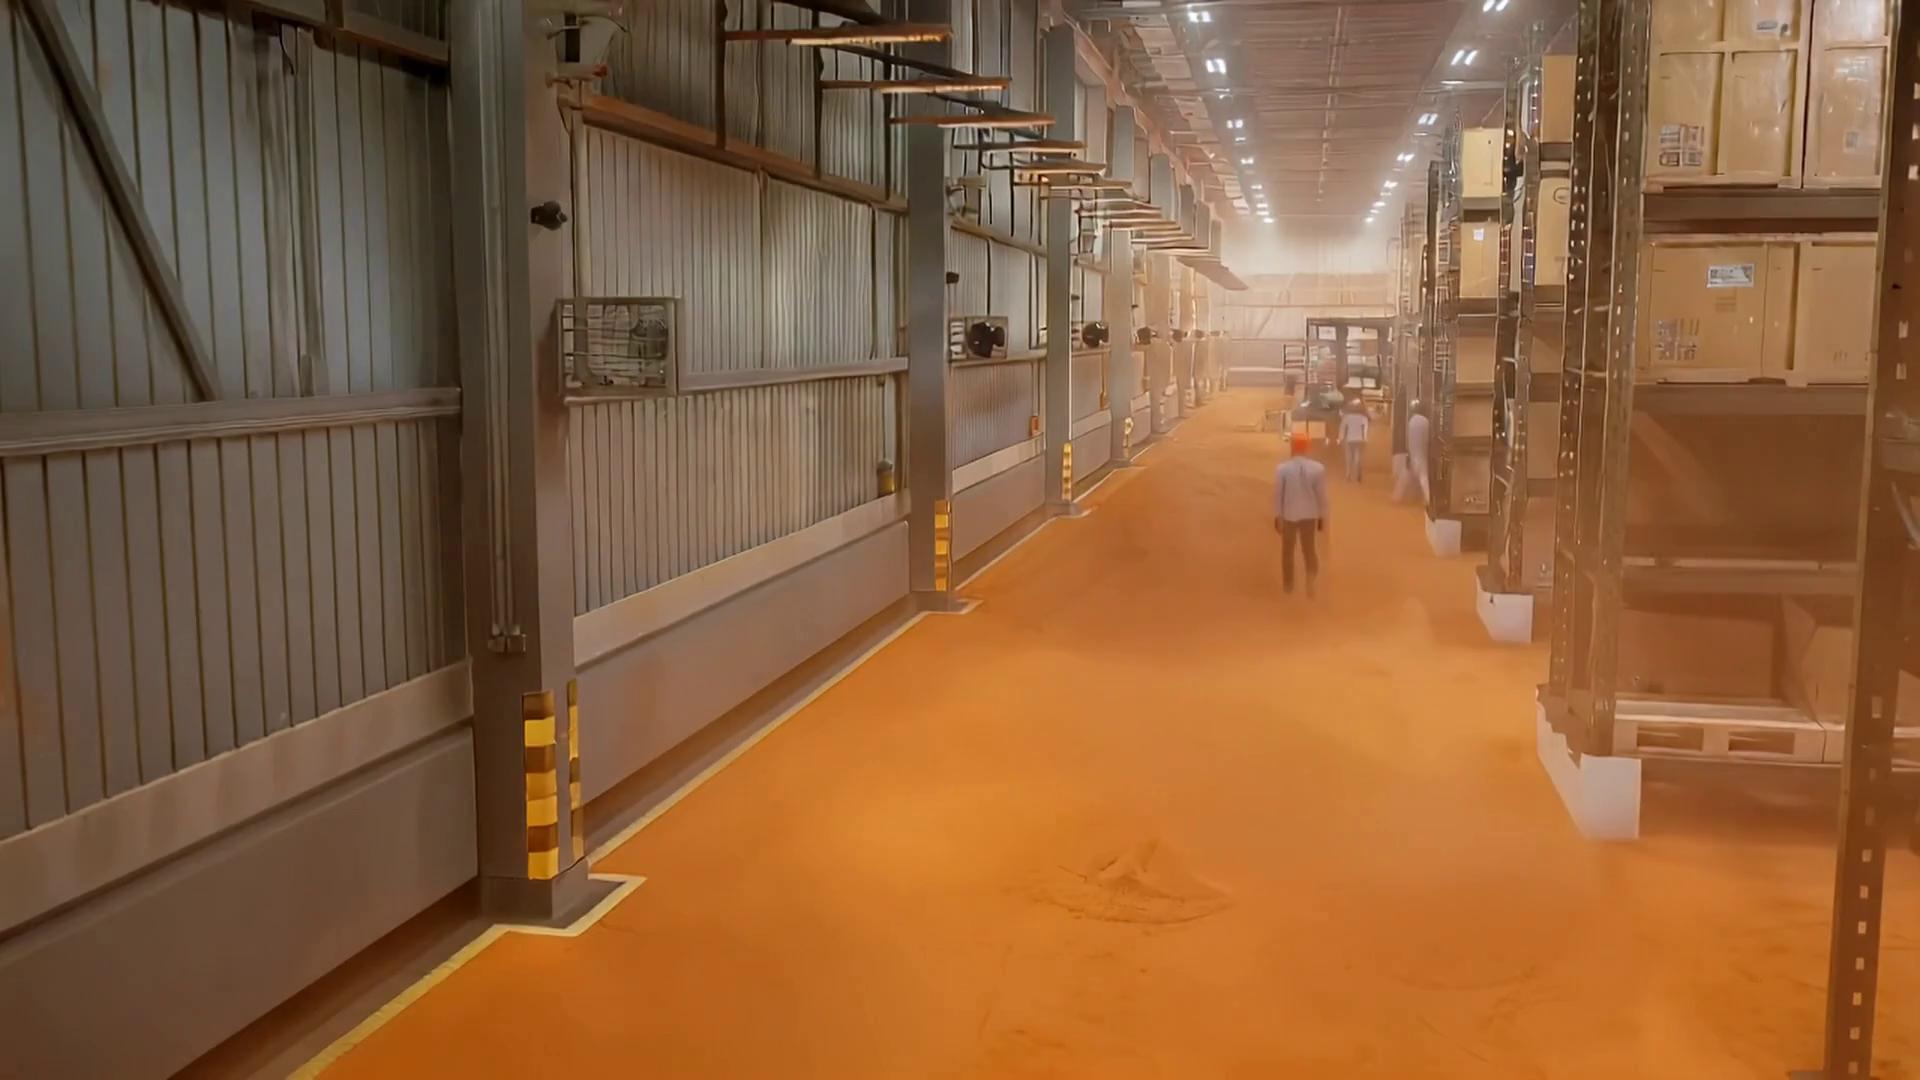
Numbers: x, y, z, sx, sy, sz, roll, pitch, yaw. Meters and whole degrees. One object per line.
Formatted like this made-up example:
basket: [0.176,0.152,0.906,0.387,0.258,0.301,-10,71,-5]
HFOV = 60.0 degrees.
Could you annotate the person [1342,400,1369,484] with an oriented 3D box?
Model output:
person: [8.116,-2.014,34.106,0.541,1.725,0.902,1,7,7]

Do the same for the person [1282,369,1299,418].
person: [11.912,-5.258,59.841,0.959,1.791,0.647,-6,9,-40]

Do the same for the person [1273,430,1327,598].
person: [3.992,-0.297,19.454,0.623,1.961,0.862,0,7,0]

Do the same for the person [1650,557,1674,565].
person: [5.431,0.701,12.781,0.724,1.617,0.514,1,7,7]

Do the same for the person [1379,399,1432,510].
person: [7.849,-1.490,29.040,0.996,1.936,0.633,7,10,43]
